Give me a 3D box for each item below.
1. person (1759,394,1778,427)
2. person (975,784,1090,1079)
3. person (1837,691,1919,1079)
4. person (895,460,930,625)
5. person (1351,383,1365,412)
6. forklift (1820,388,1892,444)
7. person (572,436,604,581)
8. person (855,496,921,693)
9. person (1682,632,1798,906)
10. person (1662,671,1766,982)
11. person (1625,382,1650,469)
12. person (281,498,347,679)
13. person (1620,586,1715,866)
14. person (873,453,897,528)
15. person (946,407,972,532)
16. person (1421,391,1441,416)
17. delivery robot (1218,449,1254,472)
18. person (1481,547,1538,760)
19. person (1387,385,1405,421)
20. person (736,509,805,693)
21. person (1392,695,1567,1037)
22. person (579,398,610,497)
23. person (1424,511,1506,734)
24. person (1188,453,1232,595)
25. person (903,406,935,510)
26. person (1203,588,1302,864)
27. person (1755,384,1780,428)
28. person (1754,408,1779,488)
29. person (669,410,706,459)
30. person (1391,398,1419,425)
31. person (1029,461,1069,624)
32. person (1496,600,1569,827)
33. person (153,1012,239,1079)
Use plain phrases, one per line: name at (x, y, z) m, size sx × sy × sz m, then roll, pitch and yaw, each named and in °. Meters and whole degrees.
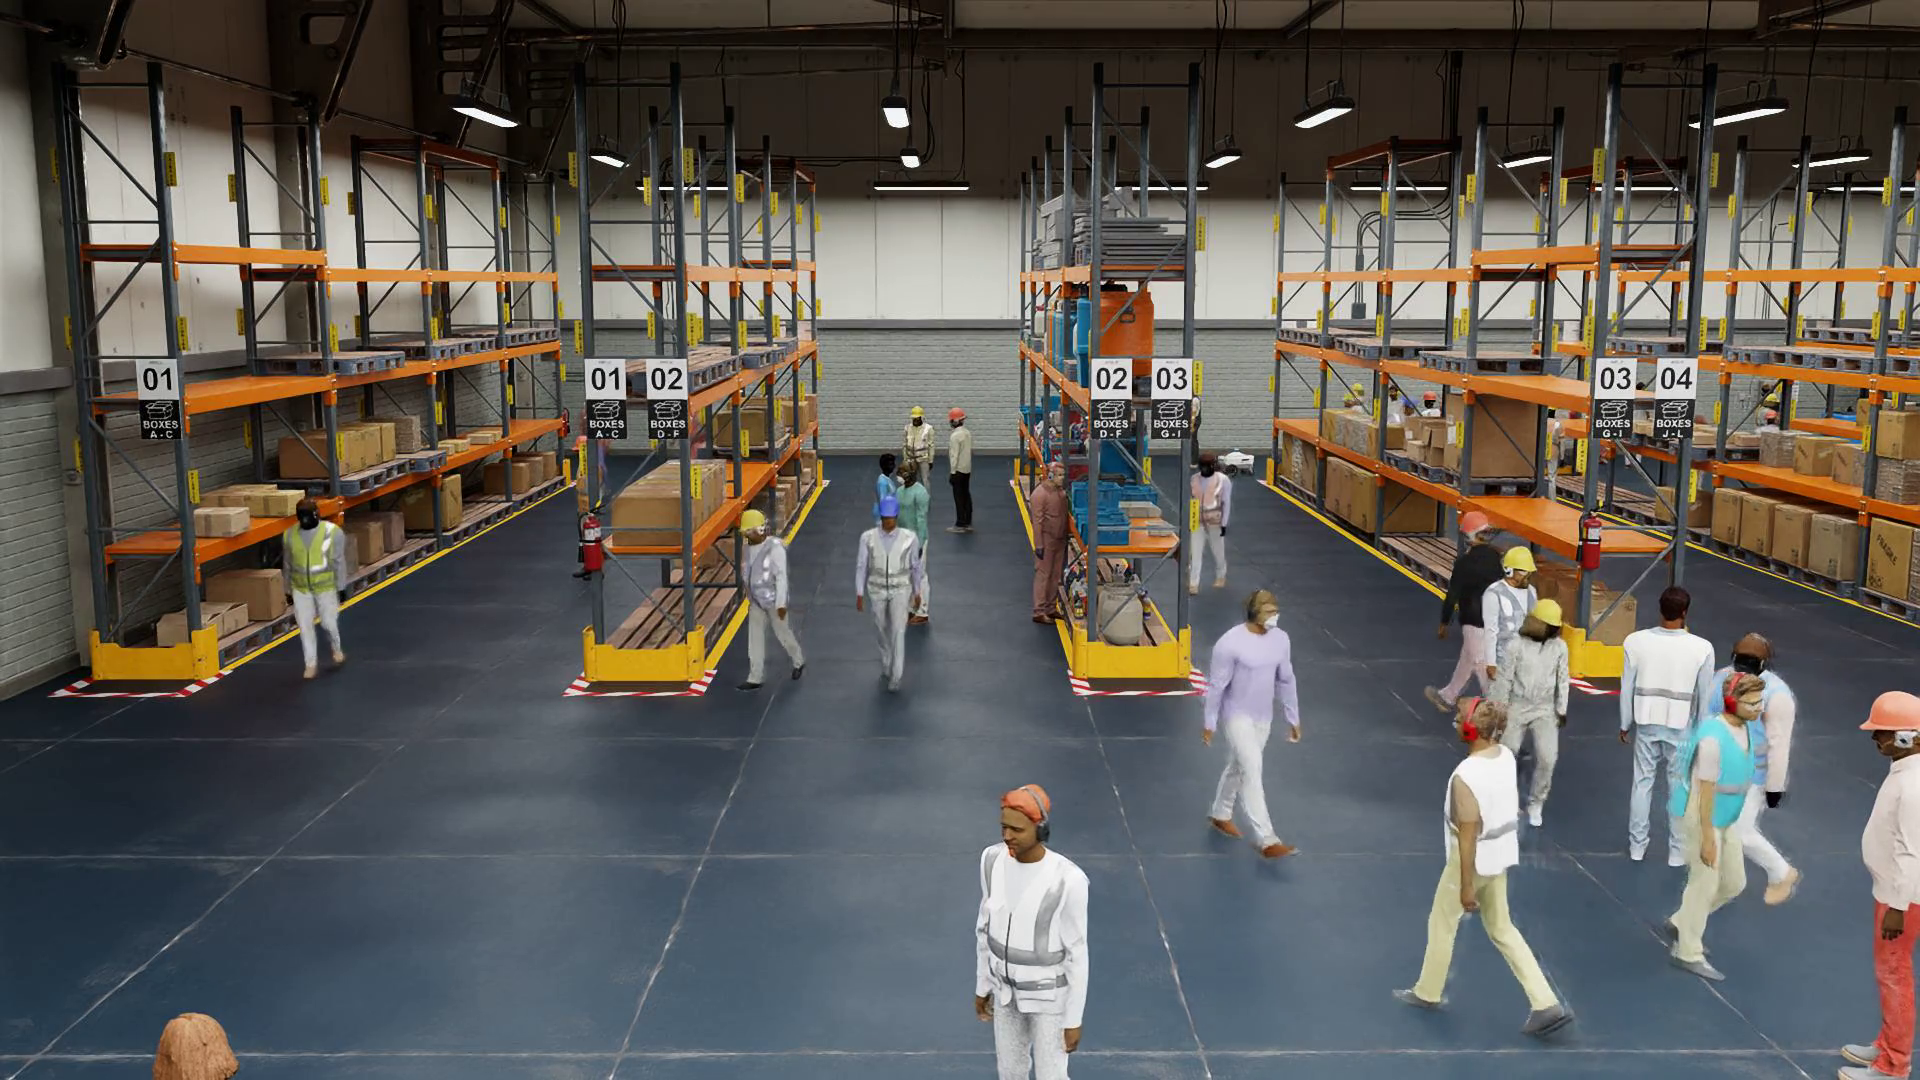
person at (16.297, -2.088, 33.572) m, size 0.317 × 1.733 × 0.490 m, roll 0°, pitch 9°, yaw 0°
person at (0.298, 1.952, 7.120) m, size 0.581 × 1.879 × 0.345 m, roll 8°, pitch 12°, yaw 42°
person at (4.630, 1.727, 8.246) m, size 0.411 × 1.980 × 0.625 m, roll 4°, pitch 10°, yaw 25°
person at (-0.564, 0.024, 19.372) m, size 0.379 × 1.932 × 0.622 m, roll -5°, pitch 10°, yaw -31°
person at (8.808, -2.606, 36.906) m, size 0.319 × 1.737 × 0.486 m, roll 4°, pitch 10°, yaw 22°
forklift at (20.072, -3.110, 36.462) m, size 1.873 × 2.768 × 1.129 m, roll 0°, pitch 9°, yaw 0°
person at (-4.985, -0.427, 22.223) m, size 0.357 × 1.936 × 0.551 m, roll -7°, pitch 11°, yaw -37°
person at (-0.705, 0.493, 16.455) m, size 0.639 × 1.902 × 1.000 m, roll 1°, pitch 9°, yaw 5°
person at (4.959, 1.462, 10.487) m, size 0.539 × 1.818 × 0.616 m, roll -1°, pitch 9°, yaw -9°
person at (4.293, 1.618, 9.463) m, size 0.584 × 1.818 × 0.472 m, roll -8°, pitch 12°, yaw -43°
person at (14.413, -2.432, 35.401) m, size 0.525 × 1.856 × 0.350 m, roll 6°, pitch 11°, yaw 36°
person at (-6.515, 0.473, 16.797) m, size 0.642 × 1.823 × 0.496 m, roll -1°, pitch 9°, yaw -5°
person at (4.820, 1.270, 11.371) m, size 0.597 × 1.916 × 0.371 m, roll 6°, pitch 11°, yaw 34°
person at (-1.000, -0.321, 22.304) m, size 0.322 × 1.699 × 0.535 m, roll 1°, pitch 9°, yaw 5°
person at (-0.012, -1.120, 26.499) m, size 0.391 × 1.992 × 0.620 m, roll 4°, pitch 10°, yaw 24°
person at (8.805, -1.833, 31.263) m, size 0.543 × 1.939 × 0.360 m, roll -6°, pitch 11°, yaw -36°
delivery robot at (5.654, -1.621, 34.034) m, size 0.707 × 0.478 × 0.477 m, roll -4°, pitch 9°, yaw -23°
person at (4.550, 0.952, 13.743) m, size 0.595 × 1.823 × 0.403 m, roll -5°, pitch 10°, yaw -30°
person at (8.960, -2.274, 34.366) m, size 0.508 × 1.862 × 0.324 m, roll 8°, pitch 12°, yaw 43°
person at (-1.851, 0.570, 16.353) m, size 0.648 × 1.781 × 0.880 m, roll 8°, pitch 12°, yaw 41°
person at (2.795, 1.718, 8.842) m, size 0.579 × 1.816 × 0.914 m, roll -8°, pitch 12°, yaw -43°
person at (-6.791, -1.793, 30.829) m, size 0.622 × 1.990 × 0.402 m, roll 3°, pitch 9°, yaw 21°
person at (4.556, 0.709, 14.926) m, size 0.630 × 1.931 × 1.027 m, roll -6°, pitch 11°, yaw -35°
person at (3.204, -0.228, 21.392) m, size 0.621 × 1.803 × 0.921 m, roll 5°, pitch 10°, yaw 28°
person at (-0.730, -1.420, 28.989) m, size 0.598 × 1.824 × 0.403 m, roll 4°, pitch 10°, yaw 24°
person at (2.056, 1.258, 11.583) m, size 0.656 × 1.878 × 1.037 m, roll -6°, pitch 11°, yaw -34°
person at (16.982, -2.366, 35.041) m, size 0.429 × 1.837 × 0.627 m, roll 0°, pitch 9°, yaw 0°
person at (14.350, -1.461, 29.489) m, size 0.577 × 1.739 × 0.556 m, roll 2°, pitch 9°, yaw 15°
person at (-5.139, -1.925, 31.530) m, size 0.701 × 2.000 × 1.036 m, roll 4°, pitch 10°, yaw 25°
person at (8.090, -1.657, 30.348) m, size 0.628 × 1.883 × 1.051 m, roll 0°, pitch 9°, yaw 0°
person at (1.076, 0.027, 19.451) m, size 0.401 × 1.899 × 0.647 m, roll 6°, pitch 11°, yaw 34°
person at (4.191, 1.256, 12.197) m, size 0.504 × 1.703 × 0.518 m, roll -1°, pitch 9°, yaw -6°
person at (-2.442, 2.338, 5.451) m, size 0.500 × 1.628 × 0.295 m, roll -8°, pitch 12°, yaw -43°
